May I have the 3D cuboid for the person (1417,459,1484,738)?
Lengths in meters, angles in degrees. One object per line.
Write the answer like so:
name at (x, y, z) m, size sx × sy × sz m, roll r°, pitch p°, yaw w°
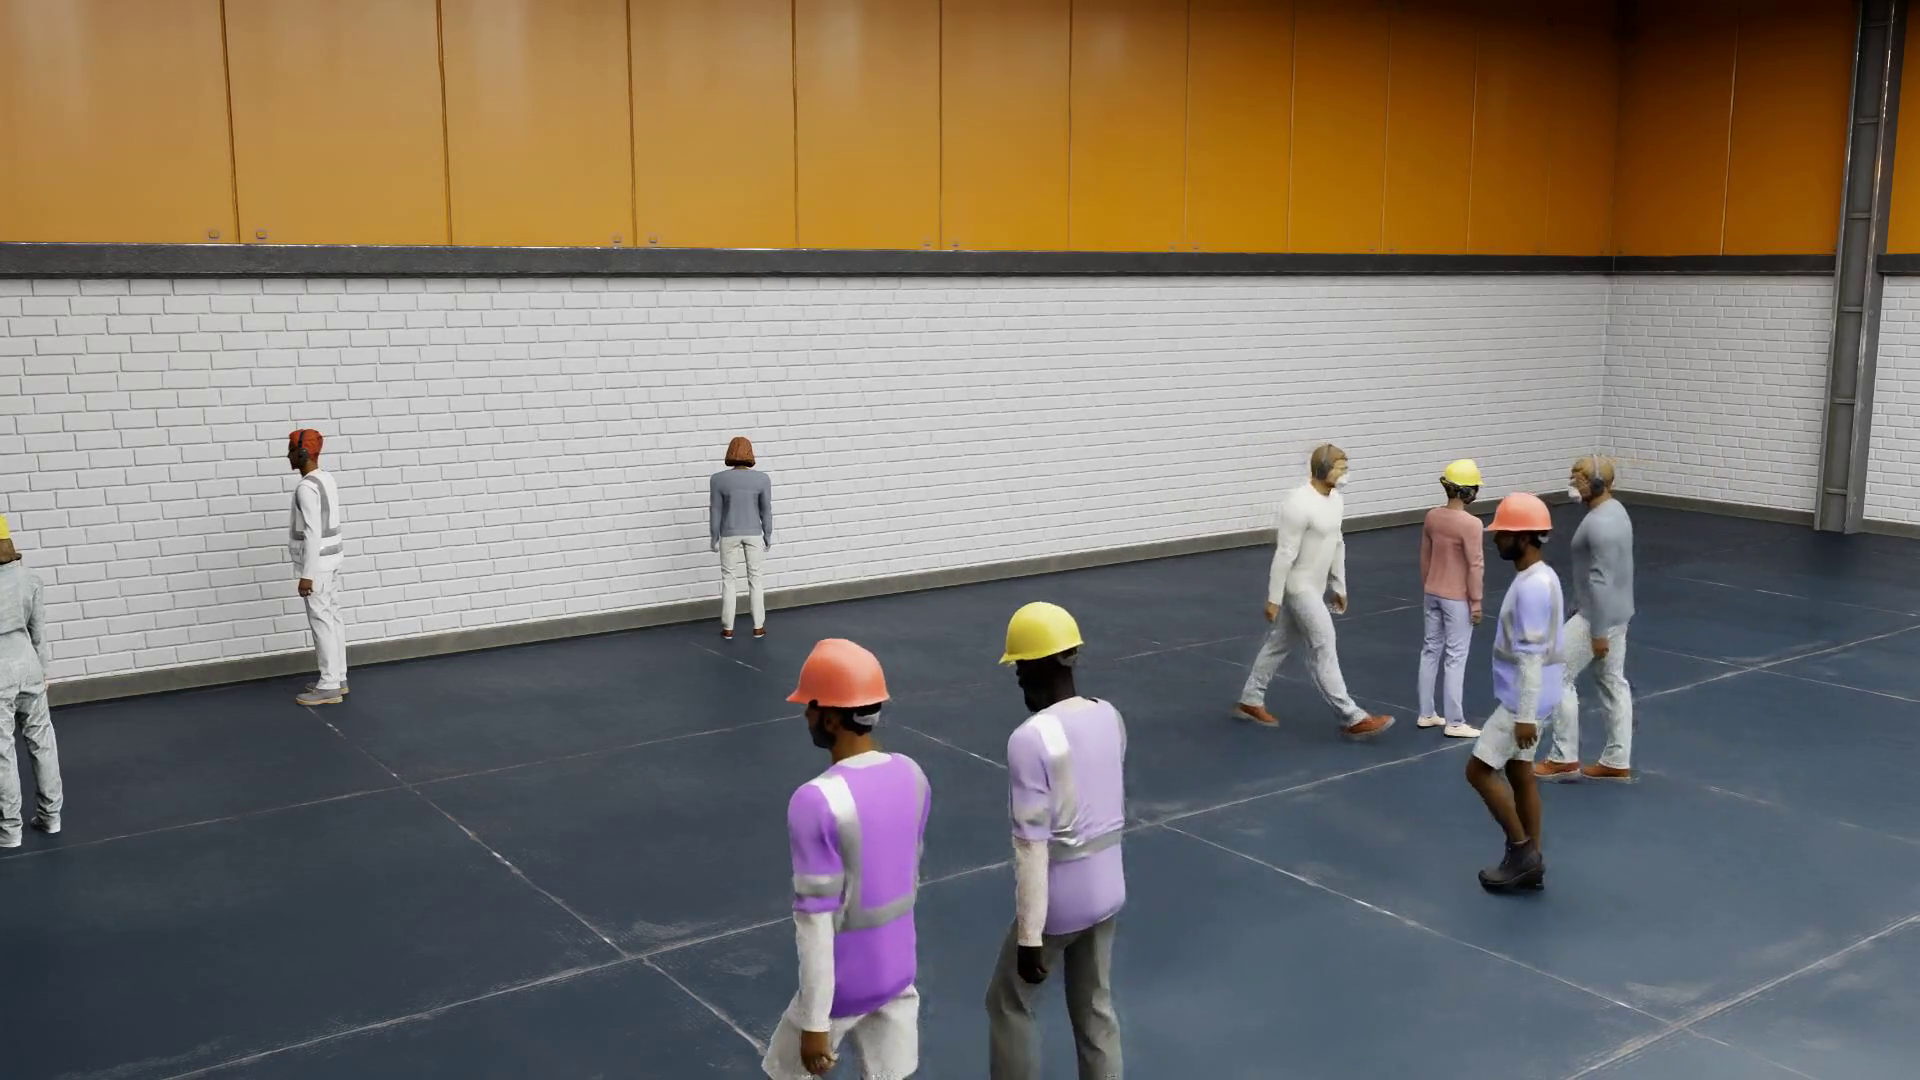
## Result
person at (3.135, 0.366, 10.573) m, size 0.331 × 1.768 × 0.526 m, roll -4°, pitch 10°, yaw -23°

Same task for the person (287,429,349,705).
person at (-4.395, 0.180, 11.359) m, size 0.339 × 1.882 × 0.584 m, roll -1°, pitch 9°, yaw -7°

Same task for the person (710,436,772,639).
person at (-1.755, -0.017, 13.362) m, size 0.497 × 1.627 × 0.270 m, roll -2°, pitch 9°, yaw -13°

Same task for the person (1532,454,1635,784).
person at (3.574, 0.454, 9.569) m, size 0.725 × 1.911 × 0.646 m, roll 5°, pitch 11°, yaw 29°

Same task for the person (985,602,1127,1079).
person at (0.262, 1.139, 5.406) m, size 0.763 × 1.887 × 0.623 m, roll 7°, pitch 12°, yaw 39°

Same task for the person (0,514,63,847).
person at (-4.926, 0.705, 8.550) m, size 0.310 × 1.744 × 0.486 m, roll 5°, pitch 10°, yaw 27°

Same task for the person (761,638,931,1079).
person at (-0.396, 1.222, 4.835) m, size 0.822 × 1.909 × 0.582 m, roll 7°, pitch 12°, yaw 38°

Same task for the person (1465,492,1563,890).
person at (2.615, 0.731, 7.846) m, size 0.442 × 1.916 × 0.566 m, roll 4°, pitch 10°, yaw 22°

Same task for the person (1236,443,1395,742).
person at (2.238, 0.319, 10.509) m, size 1.082 × 1.871 × 0.642 m, roll 6°, pitch 11°, yaw 32°
